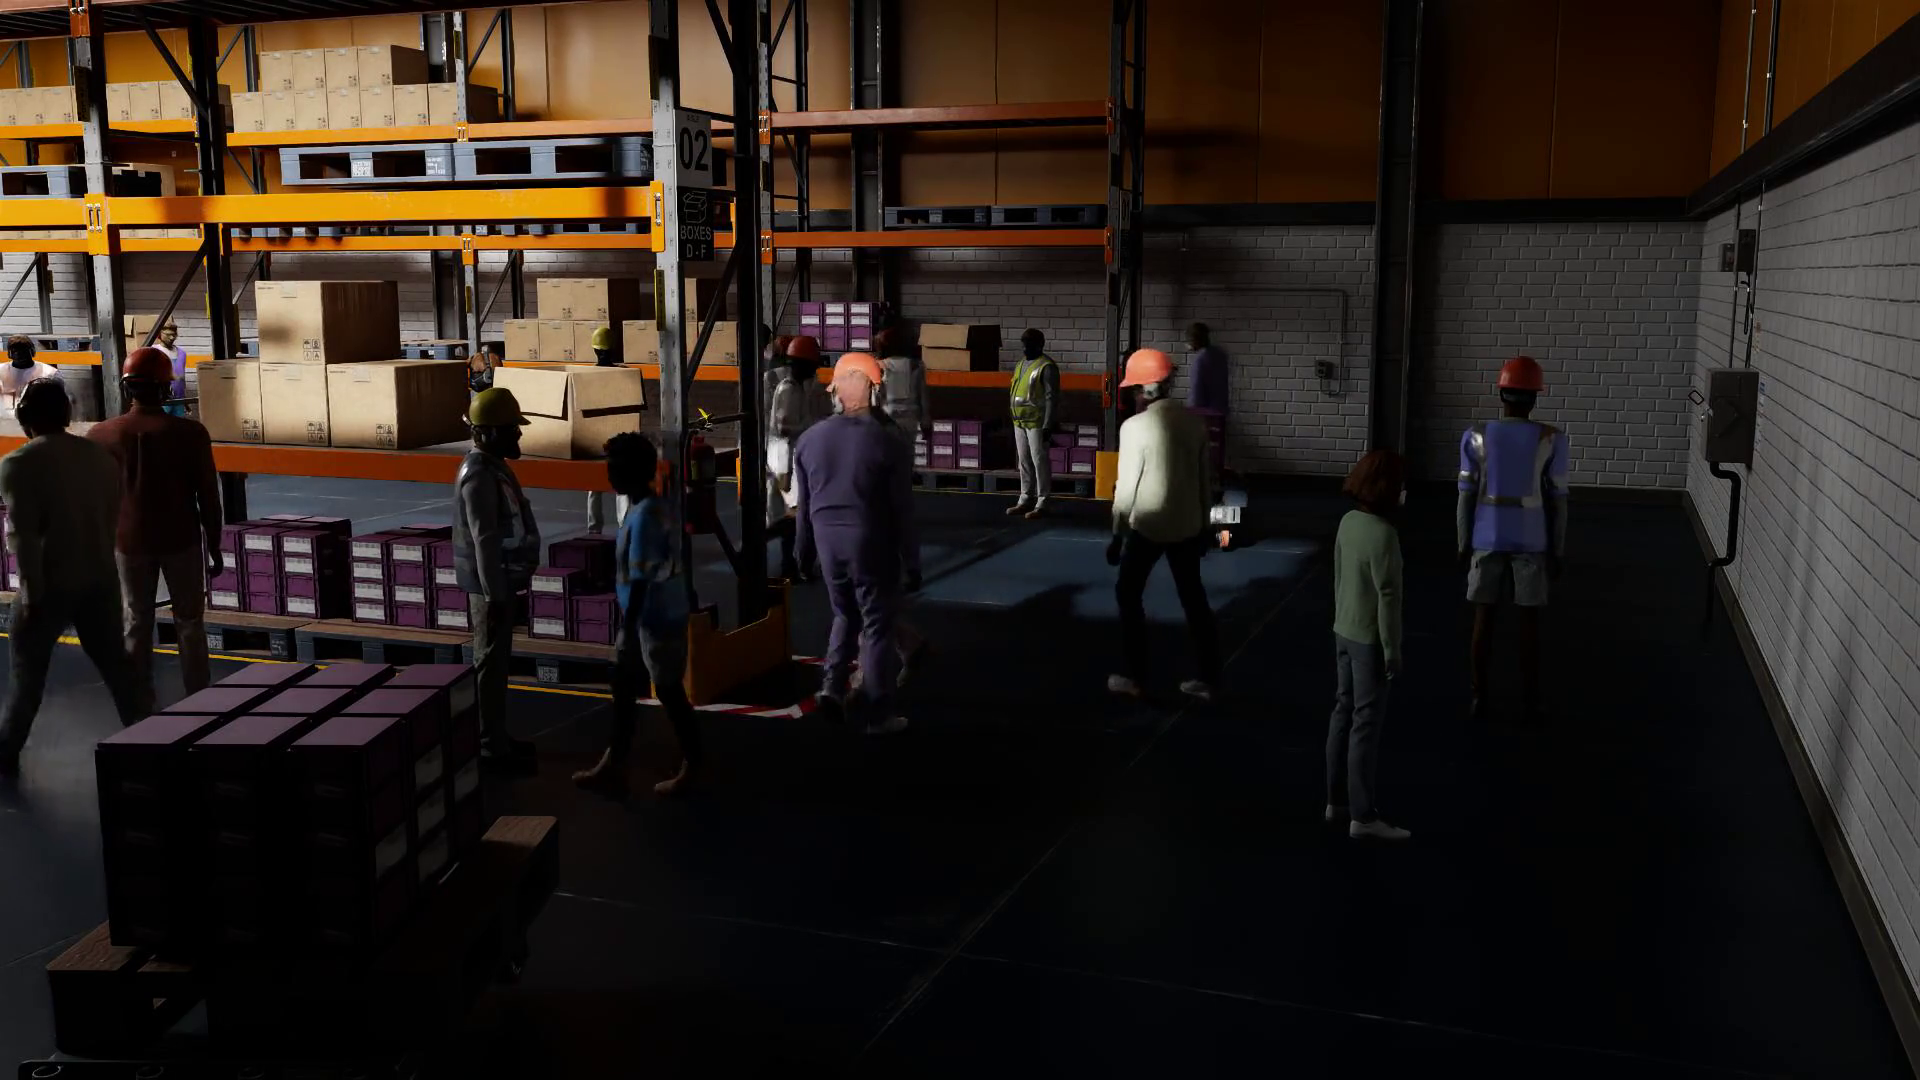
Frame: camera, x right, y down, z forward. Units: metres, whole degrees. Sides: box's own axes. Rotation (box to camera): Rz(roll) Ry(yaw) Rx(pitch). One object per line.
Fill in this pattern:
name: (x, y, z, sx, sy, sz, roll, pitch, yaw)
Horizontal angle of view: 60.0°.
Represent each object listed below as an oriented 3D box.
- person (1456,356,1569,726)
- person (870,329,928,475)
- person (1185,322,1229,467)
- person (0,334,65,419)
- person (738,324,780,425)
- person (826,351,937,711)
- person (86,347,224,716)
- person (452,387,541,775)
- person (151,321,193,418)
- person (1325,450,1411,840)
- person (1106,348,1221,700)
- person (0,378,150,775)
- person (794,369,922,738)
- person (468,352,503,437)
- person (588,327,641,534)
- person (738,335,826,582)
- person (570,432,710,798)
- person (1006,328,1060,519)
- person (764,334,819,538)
person: (2.902, 0.003, 8.765, 0.551, 1.935, 0.375, 4, 10, 23)
person: (-0.602, -1.054, 15.724, 0.619, 1.861, 0.345, -1, 9, -7)
person: (2.467, -1.196, 16.404, 0.480, 1.900, 0.692, 6, 11, 34)
person: (-8.279, -0.906, 14.775, 0.625, 1.844, 0.429, -3, 10, -20)
person: (-2.100, -1.366, 17.623, 0.500, 1.862, 0.325, -3, 9, -17)
person: (-0.427, -0.041, 8.973, 0.633, 1.958, 0.628, -5, 10, -28)
person: (-4.097, 0.013, 8.516, 0.622, 1.993, 0.382, -2, 9, -12)
person: (-2.198, 0.189, 7.924, 0.403, 1.830, 0.600, -2, 9, -14)
person: (-9.047, -1.578, 19.000, 0.388, 1.837, 0.564, 3, 10, 20)
person: (1.725, 0.433, 7.011, 0.282, 1.633, 0.498, -1, 9, -9)
person: (1.103, -0.069, 9.198, 0.706, 1.964, 0.664, -7, 11, -35)
person: (-4.205, 0.196, 7.733, 1.030, 1.876, 0.647, 3, 10, 21)
person: (-0.504, 0.068, 8.523, 0.708, 1.880, 0.434, 4, 10, 24)
person: (-3.220, -0.383, 11.524, 0.429, 1.836, 0.625, -2, 9, -11)
person: (-3.028, -0.868, 14.312, 0.581, 1.919, 0.393, -3, 10, -21)
person: (-1.318, -0.594, 12.621, 0.614, 1.914, 0.545, -1, 9, -5)
person: (-1.466, 0.356, 7.373, 0.748, 1.660, 0.546, -2, 9, -11)
person: (0.696, -1.129, 16.168, 0.429, 1.842, 0.635, -5, 11, -30)
person: (-1.491, -0.888, 14.648, 0.589, 1.851, 0.924, -5, 10, -29)
